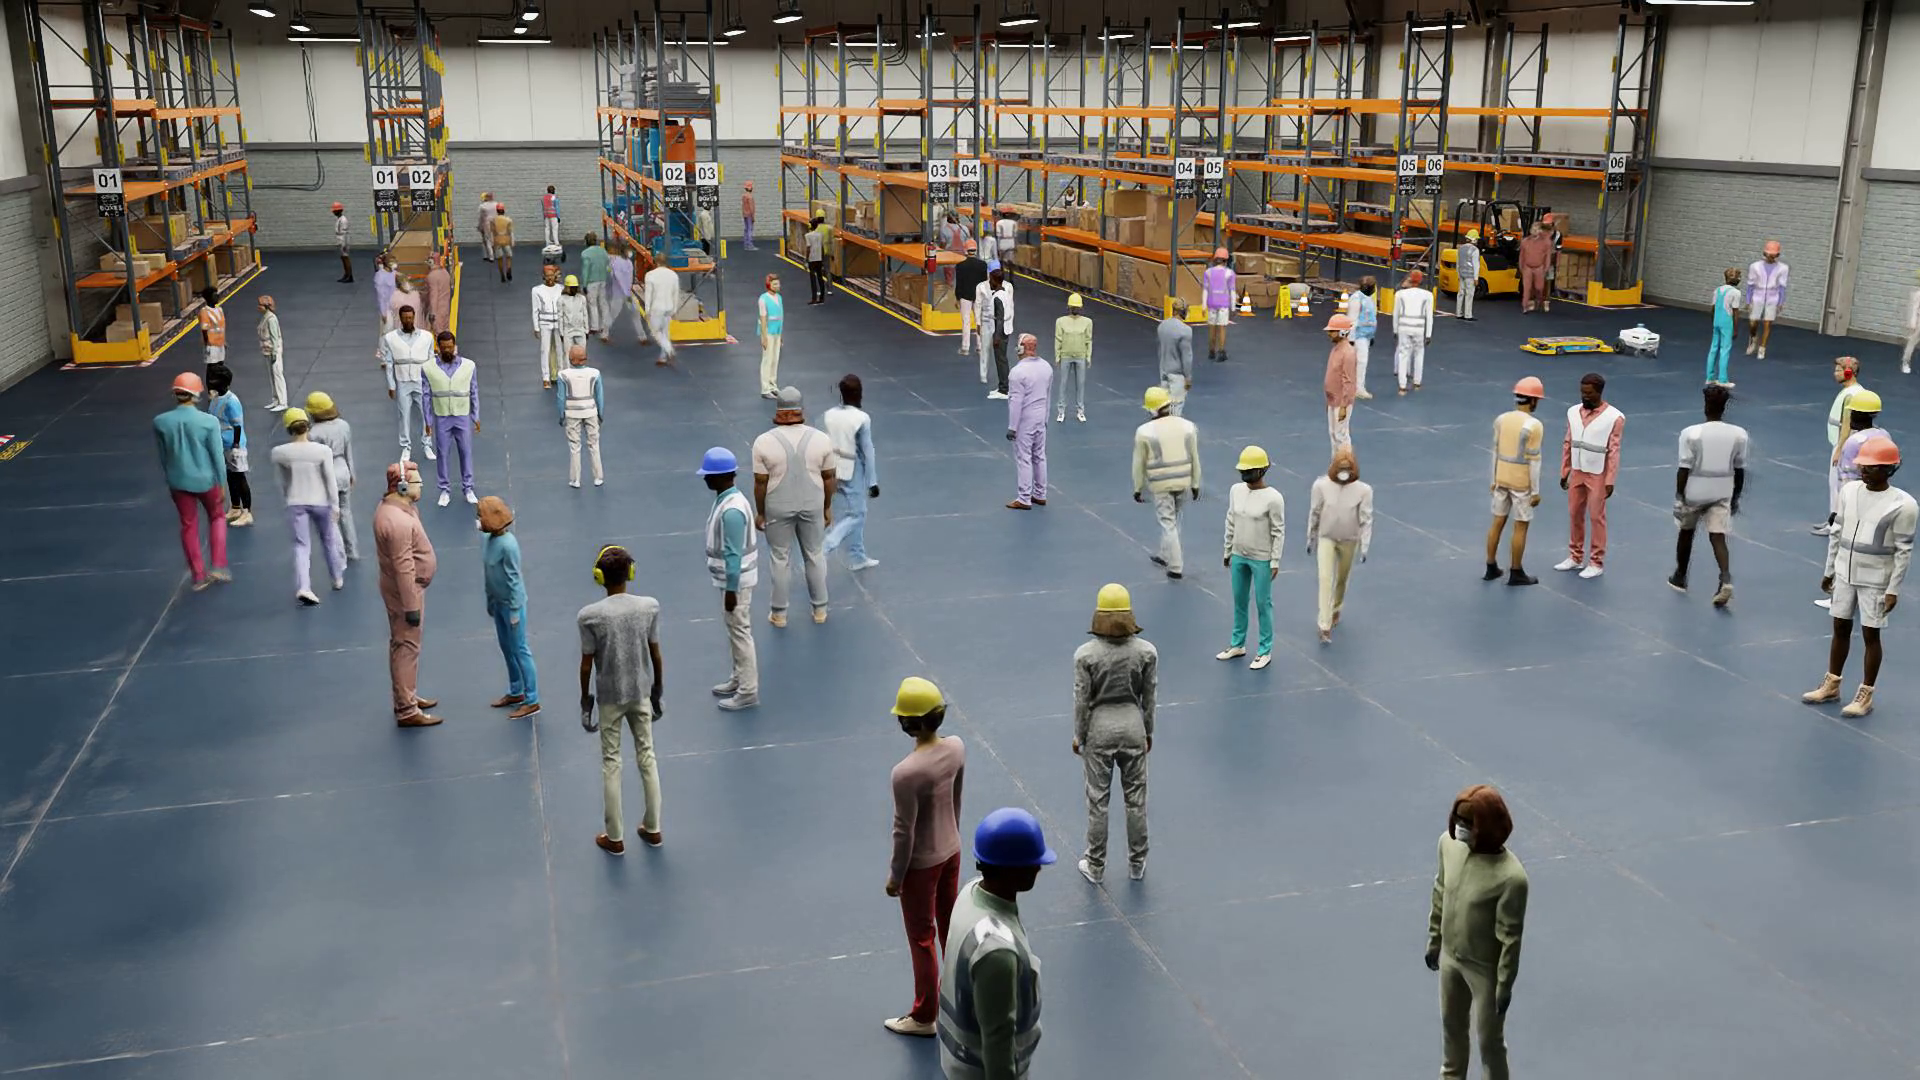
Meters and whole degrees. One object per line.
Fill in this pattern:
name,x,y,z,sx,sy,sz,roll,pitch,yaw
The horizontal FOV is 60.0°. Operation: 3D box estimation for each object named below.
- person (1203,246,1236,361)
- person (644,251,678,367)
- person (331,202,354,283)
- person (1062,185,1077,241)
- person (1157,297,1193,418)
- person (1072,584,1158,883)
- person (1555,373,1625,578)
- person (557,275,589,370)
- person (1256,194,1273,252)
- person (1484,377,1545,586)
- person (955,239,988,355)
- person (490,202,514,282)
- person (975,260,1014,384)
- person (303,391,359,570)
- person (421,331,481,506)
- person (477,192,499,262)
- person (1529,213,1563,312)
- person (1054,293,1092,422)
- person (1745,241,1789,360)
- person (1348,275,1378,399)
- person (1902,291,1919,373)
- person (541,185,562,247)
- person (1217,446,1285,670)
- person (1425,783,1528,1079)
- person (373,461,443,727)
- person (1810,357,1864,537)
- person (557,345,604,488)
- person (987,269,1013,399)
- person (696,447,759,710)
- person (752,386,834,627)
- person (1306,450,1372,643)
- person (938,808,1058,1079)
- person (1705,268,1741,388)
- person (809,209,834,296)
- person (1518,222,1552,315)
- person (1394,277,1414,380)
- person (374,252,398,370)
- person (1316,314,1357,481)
person,4.400,-4.007,28.242,0.551,1.936,0.406,6,16,22
person,-4.891,-3.780,27.375,0.563,1.927,0.650,14,20,43
person,-14.955,-7.194,40.212,0.378,1.933,0.551,-10,18,-33
person,3.272,-9.613,49.486,0.507,1.845,0.339,2,15,6
person,2.728,-2.109,21.097,0.384,1.931,0.631,-8,17,-28
person,0.867,1.092,9.412,0.483,1.736,0.312,-2,15,-7
person,5.867,-0.614,15.512,0.408,1.907,0.597,-9,17,-31
person,-5.932,-3.204,25.583,0.487,1.737,0.321,-10,18,-34
person,8.269,-8.481,45.182,0.533,1.868,0.310,12,19,39
person,5.097,-0.530,15.187,0.409,1.918,0.553,-7,16,-24
person,0.194,-4.214,28.883,0.609,1.995,0.376,-7,16,-23
person,-11.090,-7.209,40.296,0.547,1.925,0.395,-4,15,-14
person,0.535,-3.385,25.887,0.601,1.937,0.419,-1,15,-5
person,-5.946,-0.574,15.746,0.430,1.724,0.504,7,16,24
person,-5.559,-1.336,18.201,0.599,1.916,0.377,-6,16,-20
person,-12.812,-8.528,45.318,0.658,1.884,0.546,-13,19,-40
person,12.206,-5.779,34.678,0.609,2.044,0.397,4,16,16
person,1.559,-2.509,22.901,0.523,1.771,0.304,-1,15,-3
person,13.693,-4.071,28.285,0.599,2.021,0.431,8,17,26
person,5.984,-3.010,24.666,0.466,1.826,0.657,10,18,33
person,15.439,-3.458,26.627,0.495,1.695,0.947,1,15,4
person,-12.194,-9.660,49.696,0.624,1.835,0.431,7,17,26
person,2.265,0.133,12.965,0.326,1.767,0.533,-13,20,-41
person,2.158,1.787,7.014,0.286,1.625,0.496,-7,17,-26
person,-3.905,0.377,11.800,0.395,1.900,0.646,-6,16,-23
person,8.980,-0.945,16.899,0.403,1.831,0.572,7,17,26
person,-4.326,-1.406,18.998,0.525,1.639,0.307,-6,16,-21
person,0.601,-3.057,24.675,0.372,1.916,0.597,2,15,8
person,-1.683,0.272,12.123,0.421,1.938,0.605,-4,15,-14
person,-1.417,-0.292,14.034,0.684,2.000,0.535,-4,15,-15
person,3.117,0.027,13.707,0.501,1.577,0.885,3,15,10
person,0.132,1.882,6.061,0.425,1.938,0.603,-2,15,-6
person,11.770,-3.264,25.602,0.346,1.842,0.505,-5,16,-18
person,-3.132,-6.496,37.598,0.594,1.924,0.382,-7,16,-23
person,11.877,-5.630,34.407,0.657,1.891,0.671,7,16,23
person,7.090,-3.364,26.389,0.293,1.625,0.504,-7,17,-26
person,-9.343,-3.753,27.286,0.386,1.930,0.627,3,15,12
person,4.324,-1.591,19.042,0.394,1.988,0.619,-1,15,-4
